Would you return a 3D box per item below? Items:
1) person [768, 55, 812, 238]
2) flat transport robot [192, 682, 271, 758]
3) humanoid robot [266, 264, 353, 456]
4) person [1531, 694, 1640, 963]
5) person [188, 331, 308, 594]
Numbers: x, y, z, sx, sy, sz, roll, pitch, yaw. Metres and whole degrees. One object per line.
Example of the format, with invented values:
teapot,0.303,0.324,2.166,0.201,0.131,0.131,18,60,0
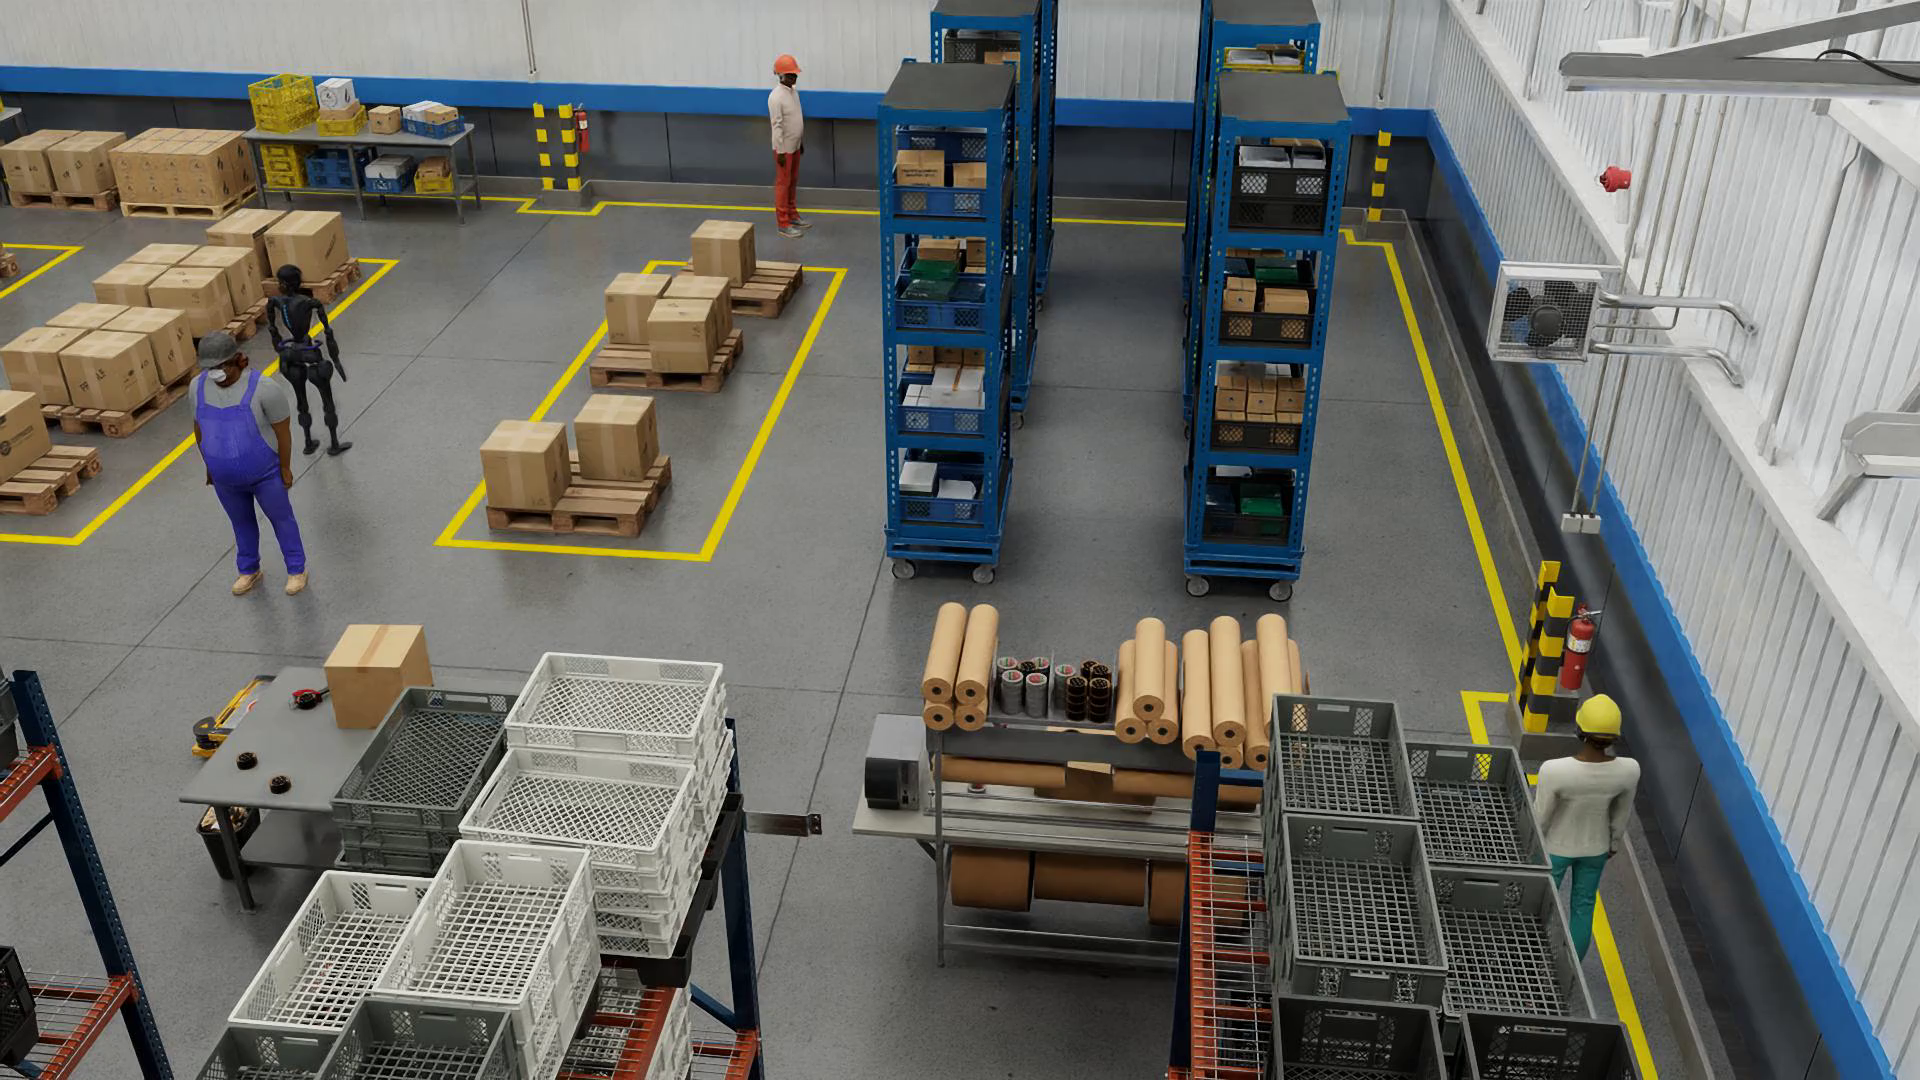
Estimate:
person,-1.902,-4.391,18.500,0.376,1.995,0.610,9,31,14
flat transport robot,-4.089,1.163,10.648,1.431,0.197,0.652,3,30,6
humanoid robot,-5.437,-1.503,13.842,0.607,1.657,0.315,4,30,7
person,3.130,1.544,8.531,0.533,1.767,0.312,-2,30,-4
person,-5.086,-0.531,11.826,0.682,2.000,0.538,1,30,2
